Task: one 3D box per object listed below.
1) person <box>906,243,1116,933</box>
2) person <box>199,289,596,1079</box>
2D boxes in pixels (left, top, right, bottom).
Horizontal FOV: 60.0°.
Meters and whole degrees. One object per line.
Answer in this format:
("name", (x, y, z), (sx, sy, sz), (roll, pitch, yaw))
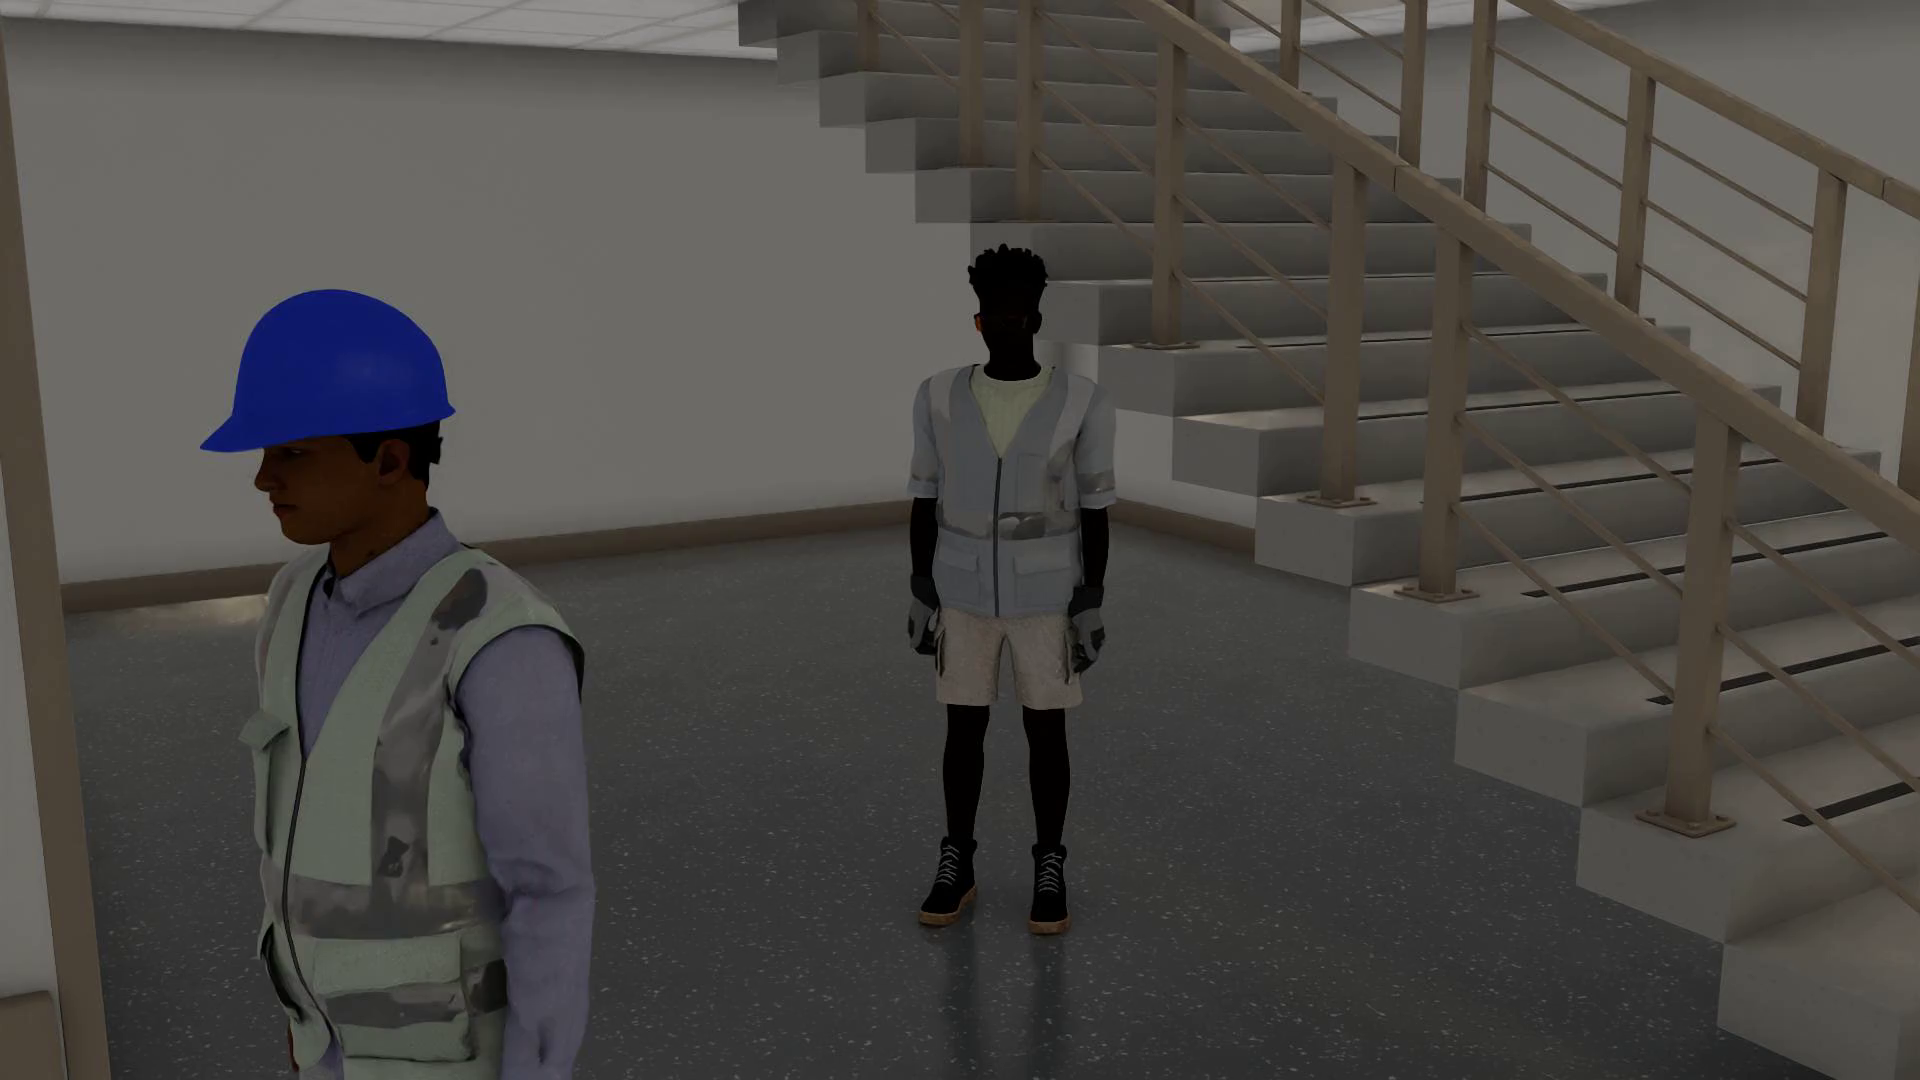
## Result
("person", (0.134, 0.149, 4.755), (0.603, 1.966, 0.368), (2, 11, 12))
("person", (-0.737, 0.643, 2.227), (0.618, 1.944, 0.406), (8, 14, 38))
